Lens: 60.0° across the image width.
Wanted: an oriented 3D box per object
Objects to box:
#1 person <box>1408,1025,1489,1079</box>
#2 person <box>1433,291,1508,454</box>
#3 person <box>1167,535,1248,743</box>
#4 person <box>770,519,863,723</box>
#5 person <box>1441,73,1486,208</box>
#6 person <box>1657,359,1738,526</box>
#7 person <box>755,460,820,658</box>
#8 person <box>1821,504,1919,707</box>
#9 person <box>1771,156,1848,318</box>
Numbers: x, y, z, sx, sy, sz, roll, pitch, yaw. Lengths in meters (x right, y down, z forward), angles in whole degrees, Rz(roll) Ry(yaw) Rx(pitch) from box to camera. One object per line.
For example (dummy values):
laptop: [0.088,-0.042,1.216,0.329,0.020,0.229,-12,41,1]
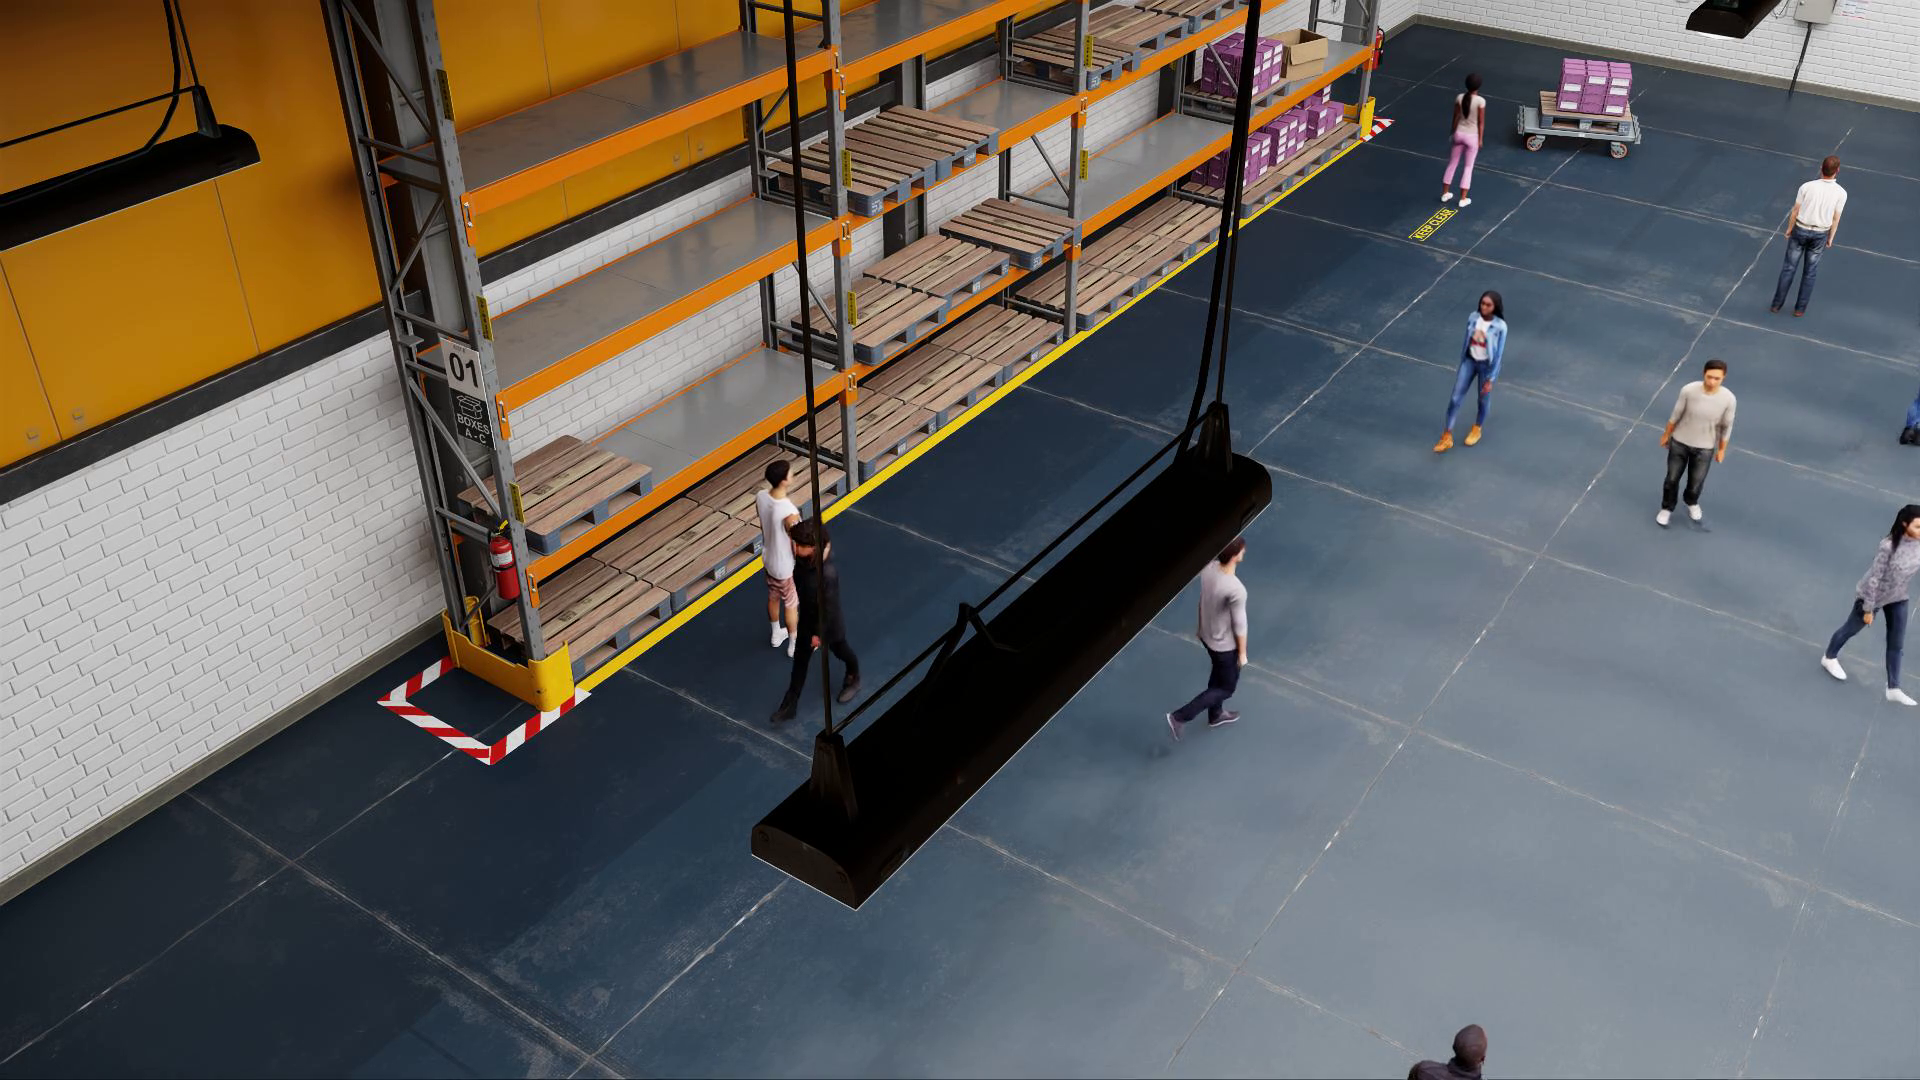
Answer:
person: [2.473,3.333,8.736,0.716,1.785,1.008,23,40,31]
person: [5.163,-1.682,16.370,0.673,1.687,0.955,26,42,33]
person: [1.891,0.769,12.560,1.083,1.823,0.975,-11,35,-16]
person: [-1.011,0.586,12.923,0.691,1.726,1.134,26,42,33]
person: [6.568,-5.220,21.646,0.600,1.739,0.557,29,43,36]
person: [6.684,-0.903,15.121,0.746,1.773,0.825,15,36,21]
person: [-1.456,0.149,13.525,0.656,1.788,0.691,-26,42,-34]
person: [7.247,0.414,13.207,1.075,1.699,1.083,-10,35,-15]
person: [9.645,-3.452,18.887,0.701,1.849,0.629,13,36,19]
